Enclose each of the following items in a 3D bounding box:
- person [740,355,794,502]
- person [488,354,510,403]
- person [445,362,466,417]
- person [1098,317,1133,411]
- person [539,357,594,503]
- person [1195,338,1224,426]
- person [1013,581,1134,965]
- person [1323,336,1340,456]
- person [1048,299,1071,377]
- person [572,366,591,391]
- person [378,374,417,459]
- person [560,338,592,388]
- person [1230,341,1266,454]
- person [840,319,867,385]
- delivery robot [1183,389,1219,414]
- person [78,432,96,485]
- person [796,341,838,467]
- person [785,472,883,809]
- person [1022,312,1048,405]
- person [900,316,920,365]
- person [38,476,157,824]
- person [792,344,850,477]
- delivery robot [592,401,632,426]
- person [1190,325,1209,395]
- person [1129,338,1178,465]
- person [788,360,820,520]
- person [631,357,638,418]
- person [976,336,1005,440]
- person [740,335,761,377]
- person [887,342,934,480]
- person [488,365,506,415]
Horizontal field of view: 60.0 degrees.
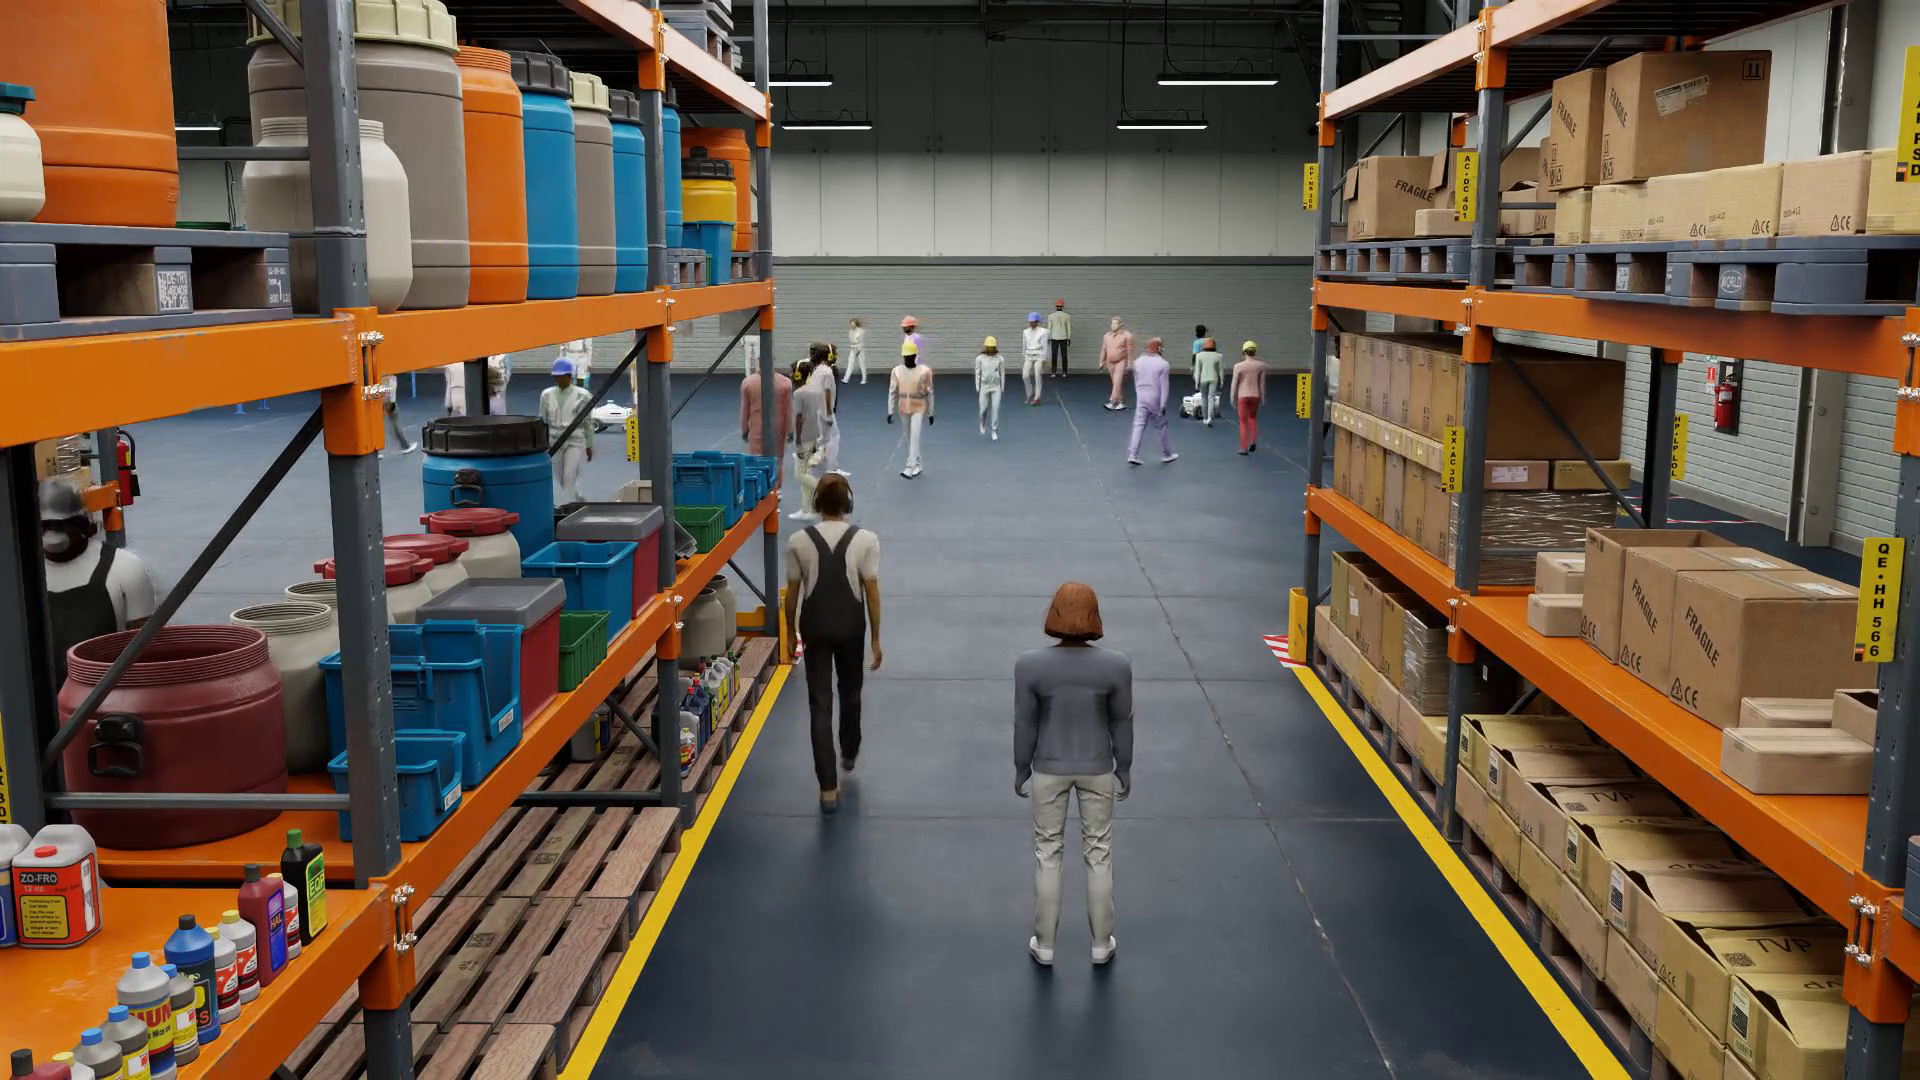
[{"bbox_3d":[-2.354,-1.378,20.354,0.662,1.885,0.785,0,9,-3],"label":"person"},{"bbox_3d":[-8.588,-2.969,30.748,0.536,1.589,0.883,-1,10,-5],"label":"person"},{"bbox_3d":[-6.914,-1.901,23.539,0.660,1.868,0.764,5,11,29],"label":"person"},{"bbox_3d":[3.068,-3.496,33.135,0.662,1.849,1.006,8,12,39],"label":"person"},{"bbox_3d":[-4.381,-1.094,18.589,0.619,1.917,0.872,2,10,10],"label":"person"},{"bbox_3d":[4.539,-2.883,30.246,0.514,1.595,0.842,2,10,10],"label":"person"},{"bbox_3d":[0.475,0.980,6.992,0.507,1.633,0.278,0,9,1],"label":"person"},{"bbox_3d":[5.550,-2.092,24.579,0.589,1.930,0.981,-1,10,-8],"label":"person"},{"bbox_3d":[2.580,-5.239,43.160,0.622,1.994,0.381,0,9,1],"label":"person"},{"bbox_3d":[-8.137,-3.886,35.547,0.623,1.824,0.583,9,13,43],"label":"person"},{"bbox_3d":[-8.689,-2.185,25.218,0.592,1.883,0.958,3,10,17],"label":"person"},{"bbox_3d":[-7.519,-3.485,32.614,0.611,2.009,0.561,-2,10,-12],"label":"person"},{"bbox_3d":[4.435,-2.196,25.657,0.555,1.743,0.403,-2,10,-12],"label":"person"},{"bbox_3d":[-2.540,-4.541,40.183,0.515,1.594,0.836,7,12,37],"label":"person"},{"bbox_3d":[4.607,-2.635,31.719,0.707,0.478,0.477,-6,11,-33],"label":"delivery robot"},{"bbox_3d":[-11.044,-1.448,20.675,0.717,1.922,0.560,-7,12,-36],"label":"person"},{"bbox_3d":[-2.064,-2.023,24.440,0.626,1.817,0.770,5,11,28],"label":"person"},{"bbox_3d":[-0.702,0.513,9.289,0.537,1.797,0.932,0,9,-2],"label":"person"},{"bbox_3d":[1.544,-3.760,34.509,0.608,1.932,0.450,5,11,30],"label":"person"},{"bbox_3d":[-1.004,-3.324,31.907,0.529,1.919,0.580,-5,11,-26],"label":"person"},{"bbox_3d":[-4.071,0.679,7.708,0.684,2.000,0.914,-3,10,-16],"label":"person"},{"bbox_3d":[-1.907,-1.778,22.897,0.713,1.848,0.517,-3,10,-20],"label":"person"},{"bbox_3d":[-6.106,-2.196,29.088,0.707,0.478,0.477,0,10,1],"label":"delivery robot"},{"bbox_3d":[4.959,-3.575,34.114,0.402,1.684,0.540,7,12,36],"label":"person"},{"bbox_3d":[2.817,-2.033,24.387,0.650,1.859,0.996,8,12,39],"label":"person"},{"bbox_3d":[-1.687,-1.131,19.011,0.623,1.855,0.518,3,10,18],"label":"person"},{"bbox_3d":[-5.243,-2.583,27.567,0.558,1.903,0.901,3,10,15],"label":"person"},{"bbox_3d":[0.507,-2.560,27.926,0.489,1.731,0.462,-1,9,-4],"label":"person"},{"bbox_3d":[-5.144,-4.899,41.294,0.636,1.939,0.365,0,9,1],"label":"person"},{"bbox_3d":[-0.689,-1.784,22.841,0.607,1.871,1.008,3,10,19],"label":"person"},{"bbox_3d":[-4.917,-0.914,17.617,0.844,1.876,0.696,1,10,6],"label":"person"}]
